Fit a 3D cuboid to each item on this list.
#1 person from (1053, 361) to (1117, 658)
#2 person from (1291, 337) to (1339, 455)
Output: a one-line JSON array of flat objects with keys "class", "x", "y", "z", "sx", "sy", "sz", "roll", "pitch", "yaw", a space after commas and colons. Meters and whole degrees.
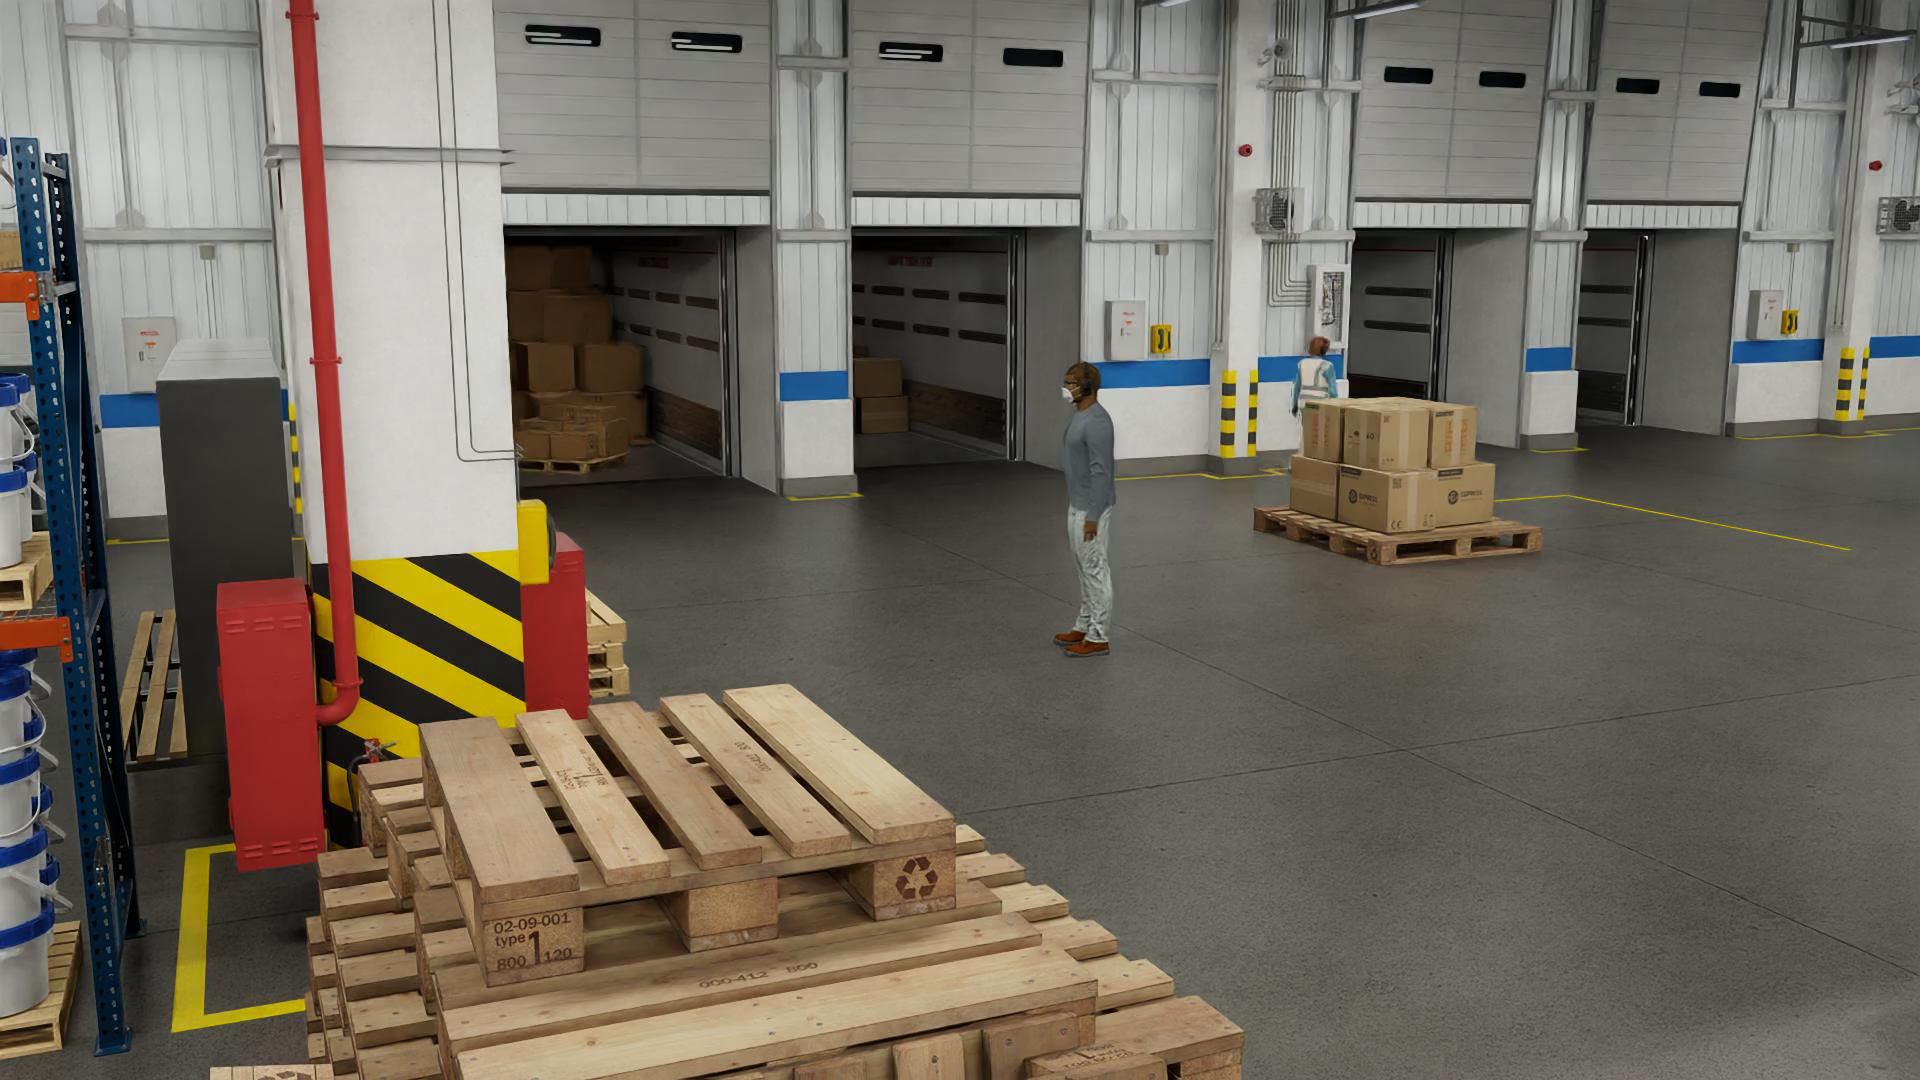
[{"class": "person", "x": 0.831, "y": -0.200, "z": 10.884, "sx": 0.377, "sy": 1.940, "sz": 0.629, "roll": -1, "pitch": 10, "yaw": -5}, {"class": "person", "x": 4.106, "y": -1.512, "z": 19.030, "sx": 0.817, "sy": 1.603, "sz": 0.509, "roll": -7, "pitch": 12, "yaw": -32}]
